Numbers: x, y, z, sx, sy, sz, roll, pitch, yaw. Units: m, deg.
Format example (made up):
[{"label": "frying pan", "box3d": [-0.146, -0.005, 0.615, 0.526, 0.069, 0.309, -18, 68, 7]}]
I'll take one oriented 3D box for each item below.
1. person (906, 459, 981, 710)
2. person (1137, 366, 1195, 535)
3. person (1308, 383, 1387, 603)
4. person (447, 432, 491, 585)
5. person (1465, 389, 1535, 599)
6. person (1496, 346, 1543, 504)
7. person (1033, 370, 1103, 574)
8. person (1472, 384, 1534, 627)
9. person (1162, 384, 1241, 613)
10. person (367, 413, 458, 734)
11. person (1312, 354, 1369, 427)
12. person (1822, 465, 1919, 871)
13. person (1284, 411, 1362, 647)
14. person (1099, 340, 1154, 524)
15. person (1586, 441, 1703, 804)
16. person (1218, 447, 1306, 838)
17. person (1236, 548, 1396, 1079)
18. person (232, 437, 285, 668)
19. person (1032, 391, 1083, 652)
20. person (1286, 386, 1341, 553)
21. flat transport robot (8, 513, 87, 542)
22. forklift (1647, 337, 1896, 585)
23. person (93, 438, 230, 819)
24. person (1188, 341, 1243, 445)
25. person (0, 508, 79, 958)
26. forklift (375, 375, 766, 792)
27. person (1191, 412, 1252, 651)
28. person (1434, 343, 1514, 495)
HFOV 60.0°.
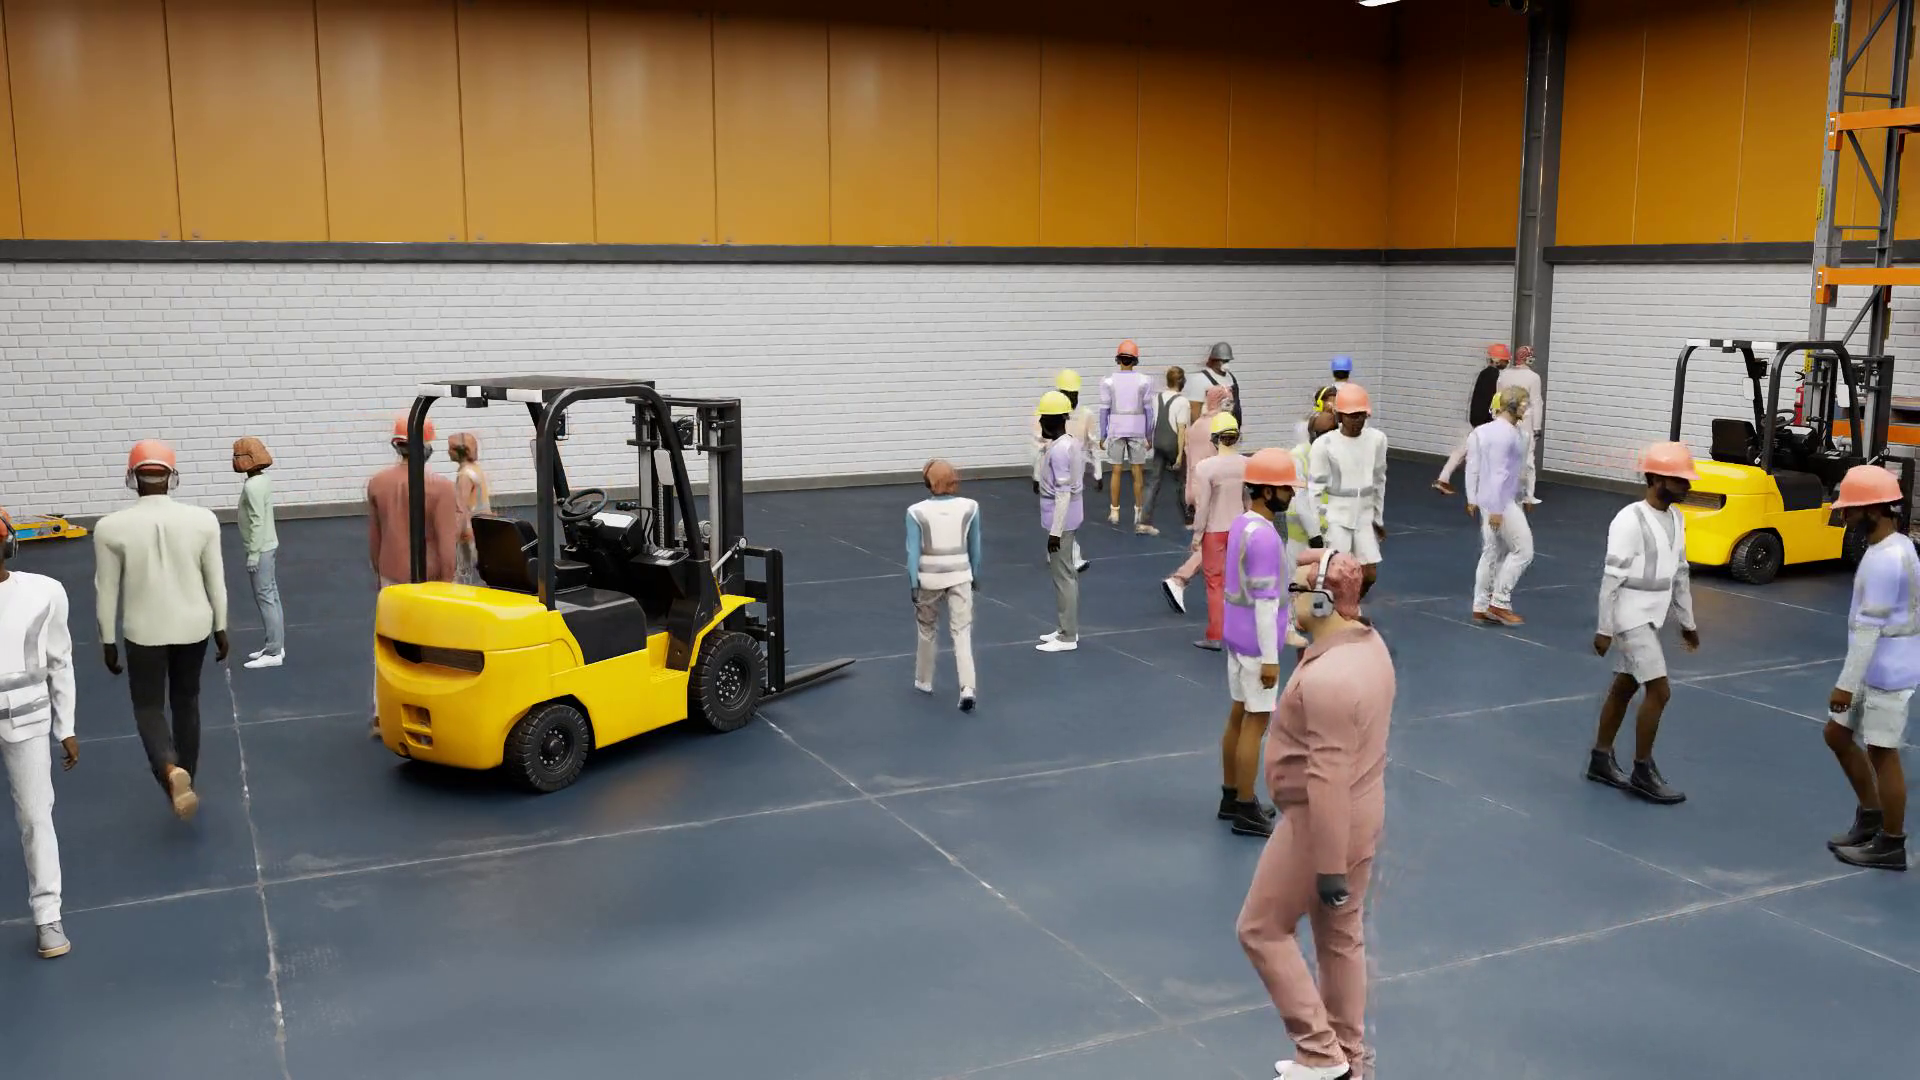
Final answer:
[{"label": "person", "box3d": [-0.092, 0.273, 10.755, 0.512, 1.599, 0.843, -2, 9, -11]}, {"label": "person", "box3d": [2.235, -0.947, 17.737, 0.512, 1.804, 0.954, 9, 13, 43]}, {"label": "person", "box3d": [2.818, -0.135, 12.029, 0.668, 2.013, 0.553, -2, 9, -14]}, {"label": "person", "box3d": [-3.736, -0.029, 12.663, 0.900, 1.589, 0.533, -2, 9, -11]}, {"label": "person", "box3d": [4.621, -0.404, 14.321, 0.611, 1.806, 0.679, -1, 9, -4]}, {"label": "person", "box3d": [6.800, -1.392, 20.133, 0.406, 1.911, 0.636, -5, 11, -30]}, {"label": "person", "box3d": [1.042, -0.623, 15.429, 0.616, 1.876, 0.958, -4, 10, -24]}, {"label": "person", "box3d": [4.319, -0.259, 13.059, 0.565, 1.917, 0.665, 3, 10, 17]}, {"label": "person", "box3d": [2.006, -0.336, 13.675, 0.795, 1.882, 0.645, -3, 10, -17]}, {"label": "person", "box3d": [-3.358, 0.186, 10.249, 0.631, 1.945, 1.010, 2, 9, 12]}, {"label": "person", "box3d": [3.989, -0.982, 17.507, 0.631, 1.929, 0.531, 3, 10, 18]}, {"label": "person", "box3d": [4.242, 0.609, 7.730, 0.508, 1.904, 0.559, 4, 10, 26]}, {"label": "person", "box3d": [2.662, -0.043, 12.149, 0.626, 1.779, 0.980, -5, 10, -28]}, {"label": "person", "box3d": [1.847, -1.193, 18.475, 0.605, 2.045, 0.377, 1, 9, 6]}, {"label": "person", "box3d": [3.684, 0.430, 8.811, 0.560, 1.906, 0.716, -9, 13, -44]}, {"label": "person", "box3d": [1.506, 0.502, 8.293, 0.373, 1.934, 0.551, -1, 9, -4]}, {"label": "person", "box3d": [1.204, 0.959, 5.604, 0.446, 1.891, 0.647, 6, 11, 32]}, {"label": "person", "box3d": [-4.984, 0.086, 11.811, 0.267, 1.632, 0.509, -2, 9, -14]}, {"label": "person", "box3d": [0.716, -0.135, 12.277, 0.382, 1.924, 0.594, 2, 9, 9]}, {"label": "person", "box3d": [3.108, -0.405, 14.313, 0.531, 1.807, 1.018, -4, 10, -23]}, {"label": "flat transport robot", "box3d": [-9.865, -0.088, 17.102, 0.652, 0.197, 1.431, 7, 12, 39]}, {"label": "forklift", "box3d": [7.551, -0.789, 15.507, 2.313, 2.155, 1.214, -4, 10, -25]}, {"label": "person", "box3d": [-4.044, 0.466, 8.484, 0.627, 1.958, 0.784, -7, 11, -35]}, {"label": "person", "box3d": [2.954, -1.288, 19.075, 0.685, 2.000, 0.587, -8, 12, -40]}, {"label": "person", "box3d": [-3.882, 0.781, 6.716, 0.573, 1.887, 0.354, -5, 10, -27]}, {"label": "forklift", "box3d": [-2.268, 0.149, 9.685, 1.214, 2.155, 2.313, 6, 11, 32]}, {"label": "person", "box3d": [1.943, -0.063, 12.325, 0.533, 1.767, 0.326, -4, 10, -25]}, {"label": "person", "box3d": [6.465, -1.488, 20.688, 1.064, 1.931, 0.673, 1, 9, 3]}]
